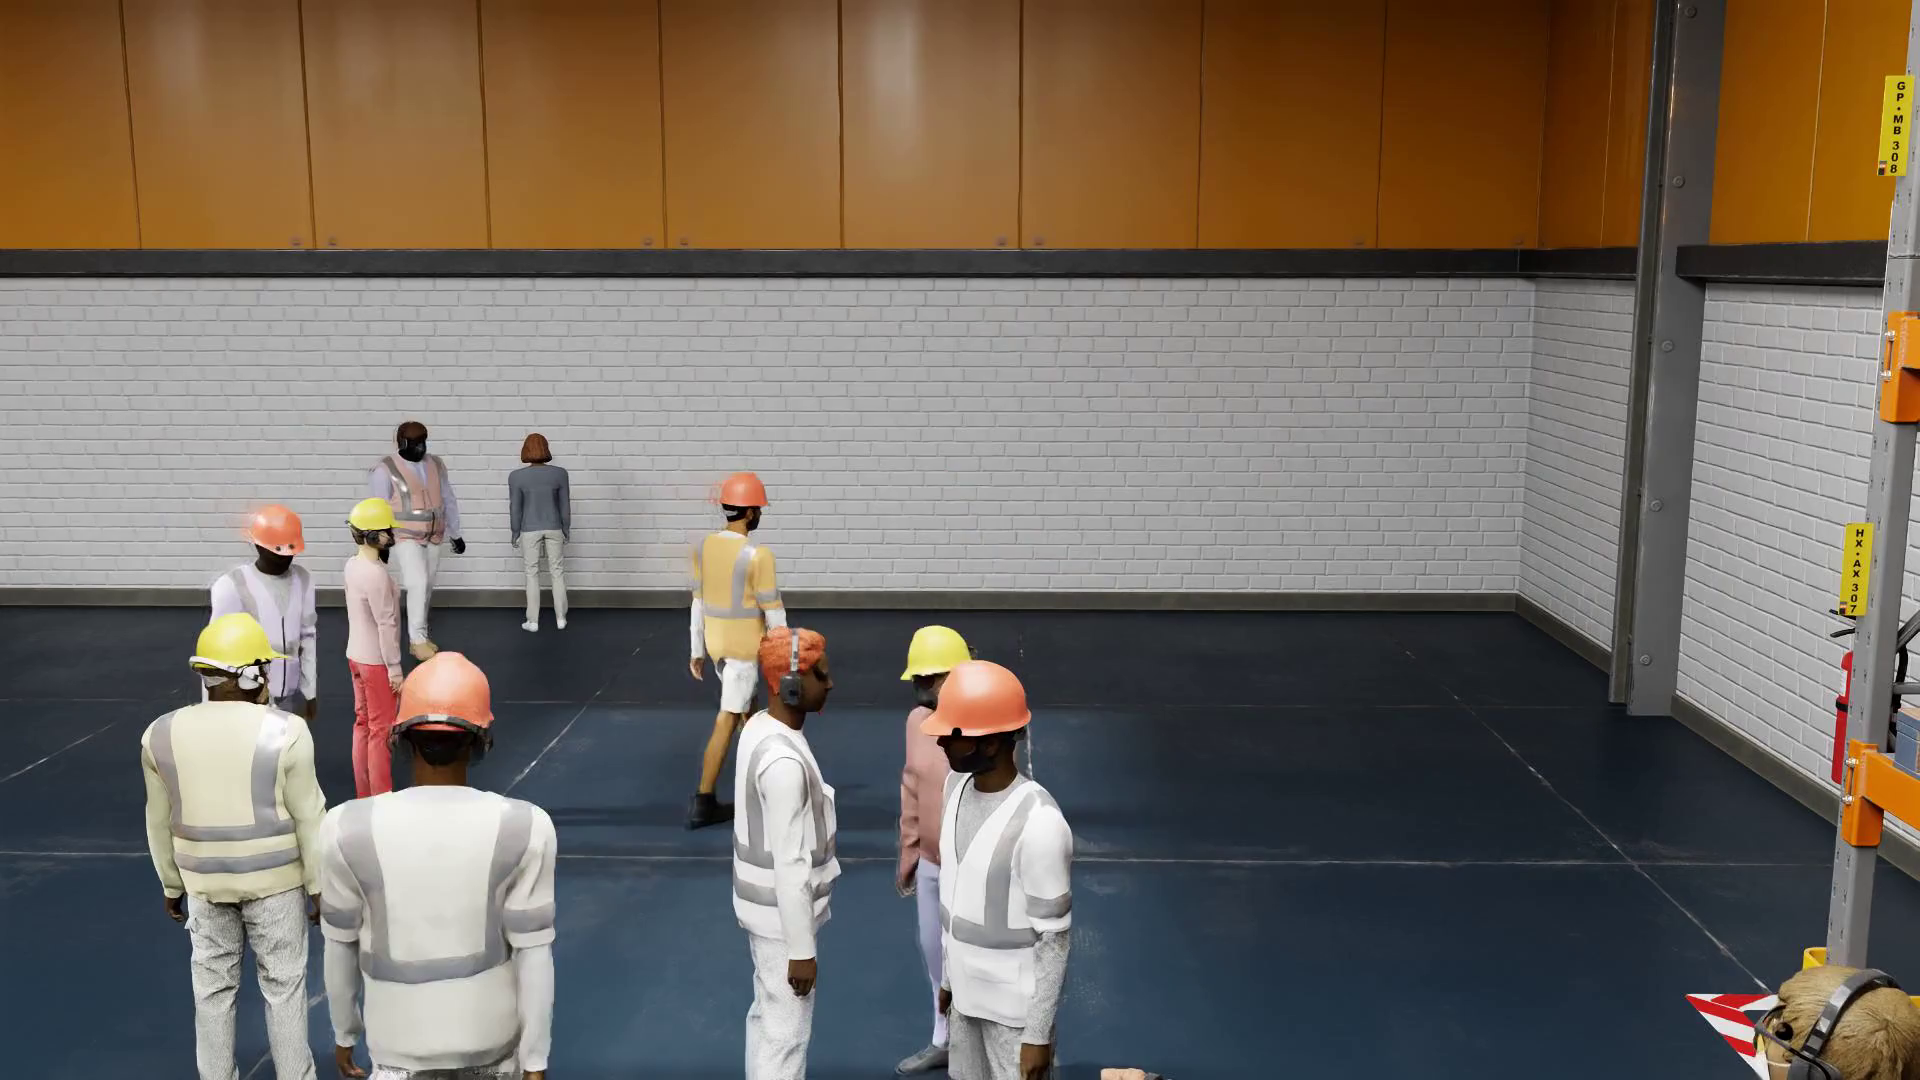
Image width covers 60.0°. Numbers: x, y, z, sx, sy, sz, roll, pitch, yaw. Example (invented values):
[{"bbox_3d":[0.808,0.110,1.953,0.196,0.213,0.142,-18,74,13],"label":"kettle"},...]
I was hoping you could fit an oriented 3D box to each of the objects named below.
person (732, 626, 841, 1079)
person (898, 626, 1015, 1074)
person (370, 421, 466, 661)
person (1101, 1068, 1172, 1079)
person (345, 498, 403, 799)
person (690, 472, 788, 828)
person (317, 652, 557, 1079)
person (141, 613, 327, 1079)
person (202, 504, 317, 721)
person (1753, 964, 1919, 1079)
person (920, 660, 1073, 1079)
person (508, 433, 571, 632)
[{"bbox_3d":[-0.555,1.202,5.336,0.338,1.883,0.584,-2,10,-14],"label":"person"},{"bbox_3d":[-0.008,1.168,5.956,0.384,1.746,0.580,-9,13,-43],"label":"person"},{"bbox_3d":[-4.106,0.003,12.731,0.662,1.821,0.639,6,11,32],"label":"person"},{"bbox_3d":[0.326,1.721,2.961,0.310,1.642,0.514,3,10,17],"label":"person"},{"bbox_3d":[-3.138,0.651,8.998,0.319,1.767,0.530,-7,12,-38],"label":"person"},{"bbox_3d":[-1.133,0.571,9.095,0.574,1.882,0.985,8,13,41],"label":"person"},{"bbox_3d":[-1.346,1.308,4.348,0.609,2.015,0.904,-3,10,-15],"label":"person"},{"bbox_3d":[-2.472,1.157,5.769,0.599,1.828,0.404,0,9,0],"label":"person"},{"bbox_3d":[-3.512,0.729,8.287,1.026,1.859,0.614,4,10,25],"label":"person"},{"bbox_3d":[1.382,1.613,2.717,0.631,1.940,0.372,-5,11,-29],"label":"person"},{"bbox_3d":[0.086,1.281,4.716,0.376,1.934,0.547,-6,11,-31],"label":"person"},{"bbox_3d":[-3.443,-0.063,13.663,0.500,1.636,0.286,-5,11,-27],"label":"person"}]
